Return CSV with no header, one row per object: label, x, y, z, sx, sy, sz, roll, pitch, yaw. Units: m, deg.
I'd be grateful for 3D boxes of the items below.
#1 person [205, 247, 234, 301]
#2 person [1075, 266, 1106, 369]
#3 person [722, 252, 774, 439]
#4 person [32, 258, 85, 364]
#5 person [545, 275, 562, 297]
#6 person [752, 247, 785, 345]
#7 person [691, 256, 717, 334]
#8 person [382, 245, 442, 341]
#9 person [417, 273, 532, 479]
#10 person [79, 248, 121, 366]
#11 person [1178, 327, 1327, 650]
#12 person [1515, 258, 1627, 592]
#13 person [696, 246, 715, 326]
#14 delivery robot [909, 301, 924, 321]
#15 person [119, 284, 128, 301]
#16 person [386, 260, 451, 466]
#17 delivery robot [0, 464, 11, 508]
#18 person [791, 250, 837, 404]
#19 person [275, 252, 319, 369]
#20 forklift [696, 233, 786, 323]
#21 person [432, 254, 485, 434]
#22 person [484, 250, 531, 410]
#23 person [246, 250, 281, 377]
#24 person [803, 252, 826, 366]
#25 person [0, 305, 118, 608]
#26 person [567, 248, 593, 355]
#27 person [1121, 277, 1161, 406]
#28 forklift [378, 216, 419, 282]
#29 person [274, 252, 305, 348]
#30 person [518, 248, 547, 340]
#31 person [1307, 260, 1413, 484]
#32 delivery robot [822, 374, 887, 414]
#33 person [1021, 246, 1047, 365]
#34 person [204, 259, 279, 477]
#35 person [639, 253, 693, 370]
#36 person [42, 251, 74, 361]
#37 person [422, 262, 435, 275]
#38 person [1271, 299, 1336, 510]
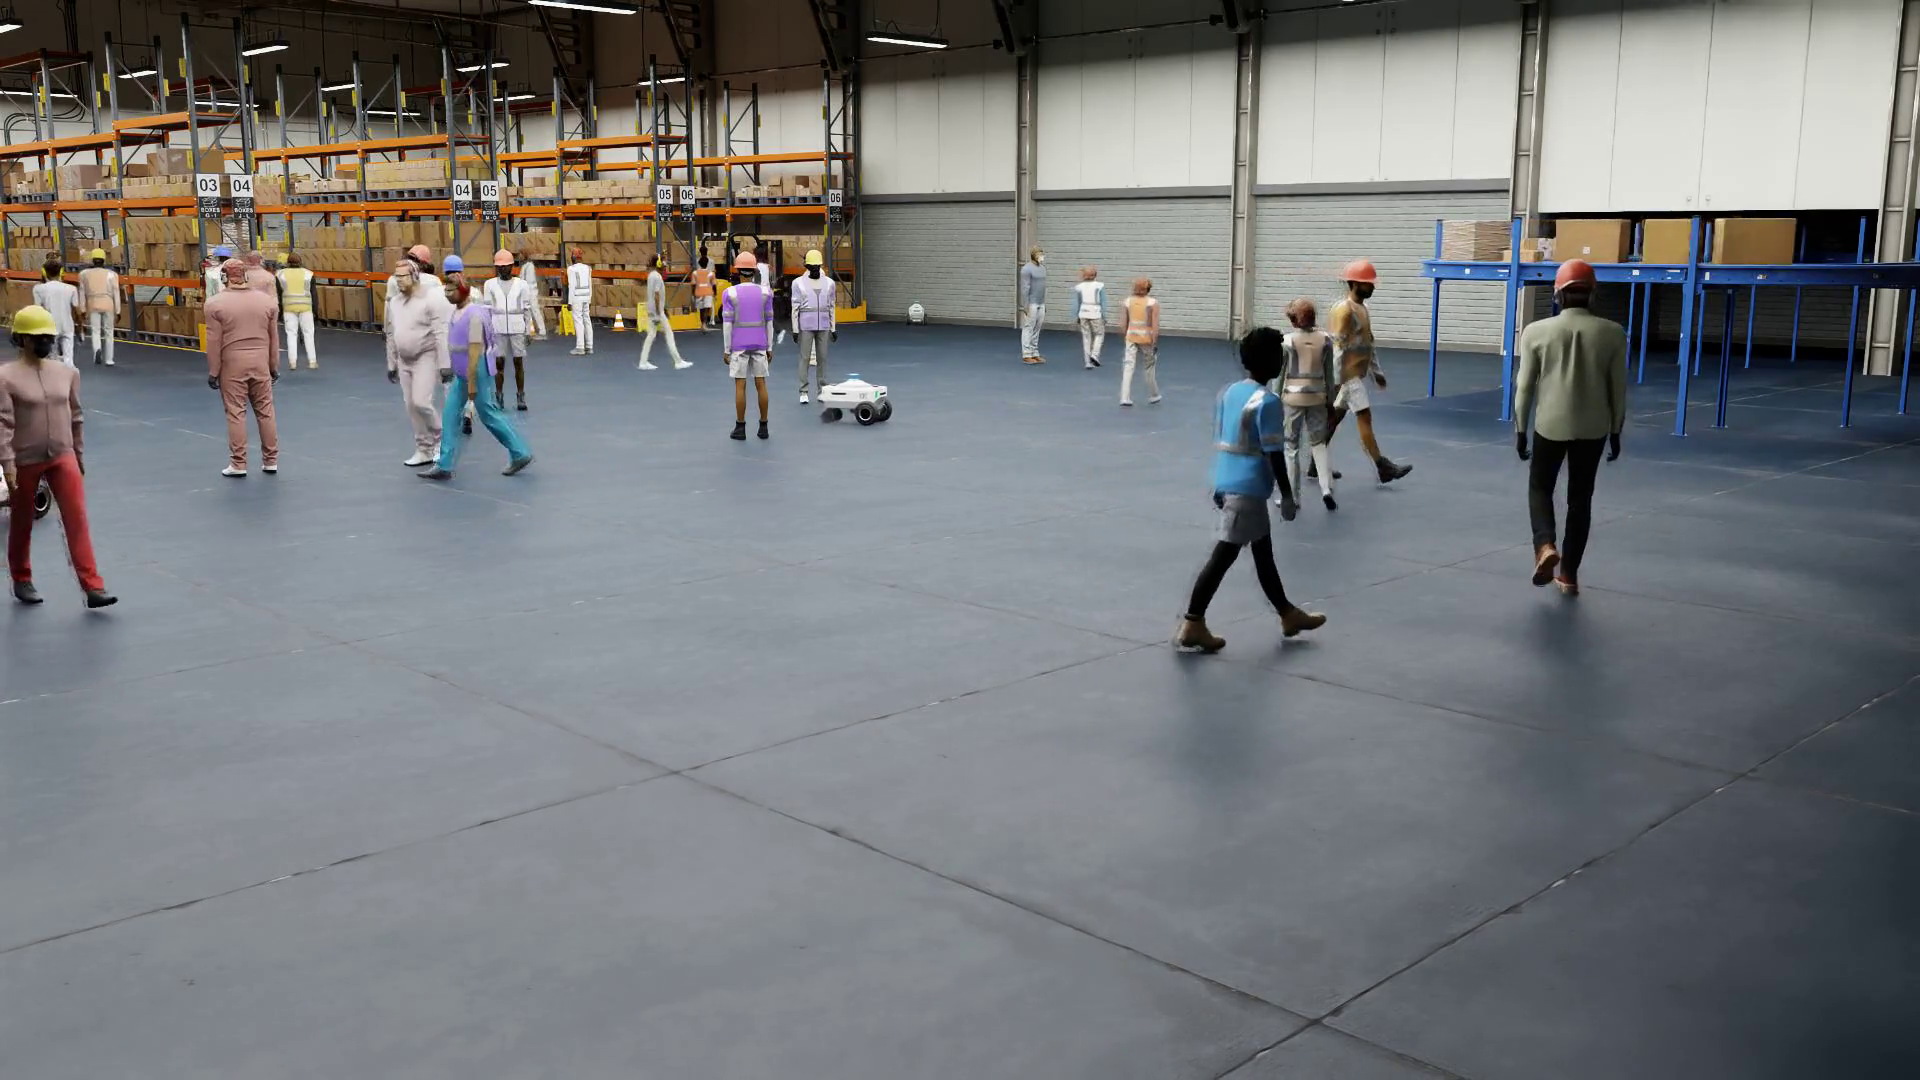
person,-11.347,-3.558,25.784,0.618,1.925,0.563,-6,12,-28
person,2.074,-3.524,26.355,0.531,1.619,0.367,4,11,23
person,-2.220,-2.031,17.383,0.545,1.938,0.362,-4,11,-22
person,-11.214,-2.582,20.705,0.551,1.816,0.963,-6,12,-29
person,-11.226,-7.299,46.097,0.545,1.942,0.352,-4,11,-20
person,-3.764,-4.669,31.896,0.791,1.897,0.595,2,11,9
person,-5.515,-5.272,35.818,0.538,1.663,0.828,0,10,2
person,-6.461,-2.474,19.657,0.647,1.979,0.985,-6,12,-29
person,-4.250,-1.438,14.541,0.969,1.796,0.580,-7,13,-35
person,-13.900,-3.762,26.908,0.597,1.905,0.642,-4,11,-21
person,1.512,-0.263,8.532,0.884,1.640,0.547,-2,11,-11
person,3.593,-0.656,9.789,0.631,1.980,0.593,3,11,14
person,-5.998,-5.976,39.112,0.513,1.860,0.329,-9,14,-40
delivery robot,-1.035,-5.440,39.607,0.477,0.478,0.707,0,10,-2
person,-19.772,-6.033,39.052,0.621,1.992,0.397,-1,10,-5
person,-4.988,-1.613,15.245,0.665,1.888,0.429,6,12,29
delivery robot,-7.209,-0.434,12.307,0.477,0.478,0.707,2,10,10
person,-1.832,-2.696,21.037,0.593,1.924,0.381,-5,11,-24
person,-10.532,-3.646,26.456,0.634,1.841,0.429,-4,11,-20
forklift,-5.496,-6.489,41.108,2.313,2.155,1.214,-10,14,-44
person,-5.389,-2.098,17.840,0.626,1.918,0.918,-2,11,-13
person,-5.492,-2.549,20.209,0.550,1.935,0.375,-2,11,-12
person,-10.384,-3.327,24.570,0.649,1.892,0.632,2,11,11
person,-2.414,-3.794,27.259,0.430,1.844,0.624,-5,12,-27
person,-5.183,-0.461,9.410,0.902,1.713,0.544,7,13,35
person,-6.796,-4.265,29.713,0.346,1.882,0.578,6,12,29
person,2.249,-2.470,20.709,0.534,1.589,0.858,7,12,32
forklift,-17.868,-9.201,54.028,1.873,2.768,1.129,-10,14,-44
person,-12.633,-4.537,31.463,0.606,1.792,0.649,-2,11,-10
person,-8.830,-4.963,33.639,0.962,1.834,0.620,-6,12,-29
person,3.442,-1.433,14.239,0.974,1.883,0.572,5,12,27
delivery robot,-1.203,-1.646,18.917,0.707,0.478,0.477,3,11,19
person,1.231,-3.883,27.479,0.353,1.937,0.635,7,12,33
person,-6.334,-1.518,14.682,0.410,1.905,0.640,10,14,43
person,-4.731,-3.626,26.393,0.848,1.829,0.518,-6,12,-29
person,-15.280,-3.947,28.110,0.504,1.840,0.328,10,14,42
person,-8.516,-3.627,26.747,0.316,1.695,0.540,-3,11,-17
person,2.686,-1.035,12.851,0.553,1.615,0.512,-3,11,-16
